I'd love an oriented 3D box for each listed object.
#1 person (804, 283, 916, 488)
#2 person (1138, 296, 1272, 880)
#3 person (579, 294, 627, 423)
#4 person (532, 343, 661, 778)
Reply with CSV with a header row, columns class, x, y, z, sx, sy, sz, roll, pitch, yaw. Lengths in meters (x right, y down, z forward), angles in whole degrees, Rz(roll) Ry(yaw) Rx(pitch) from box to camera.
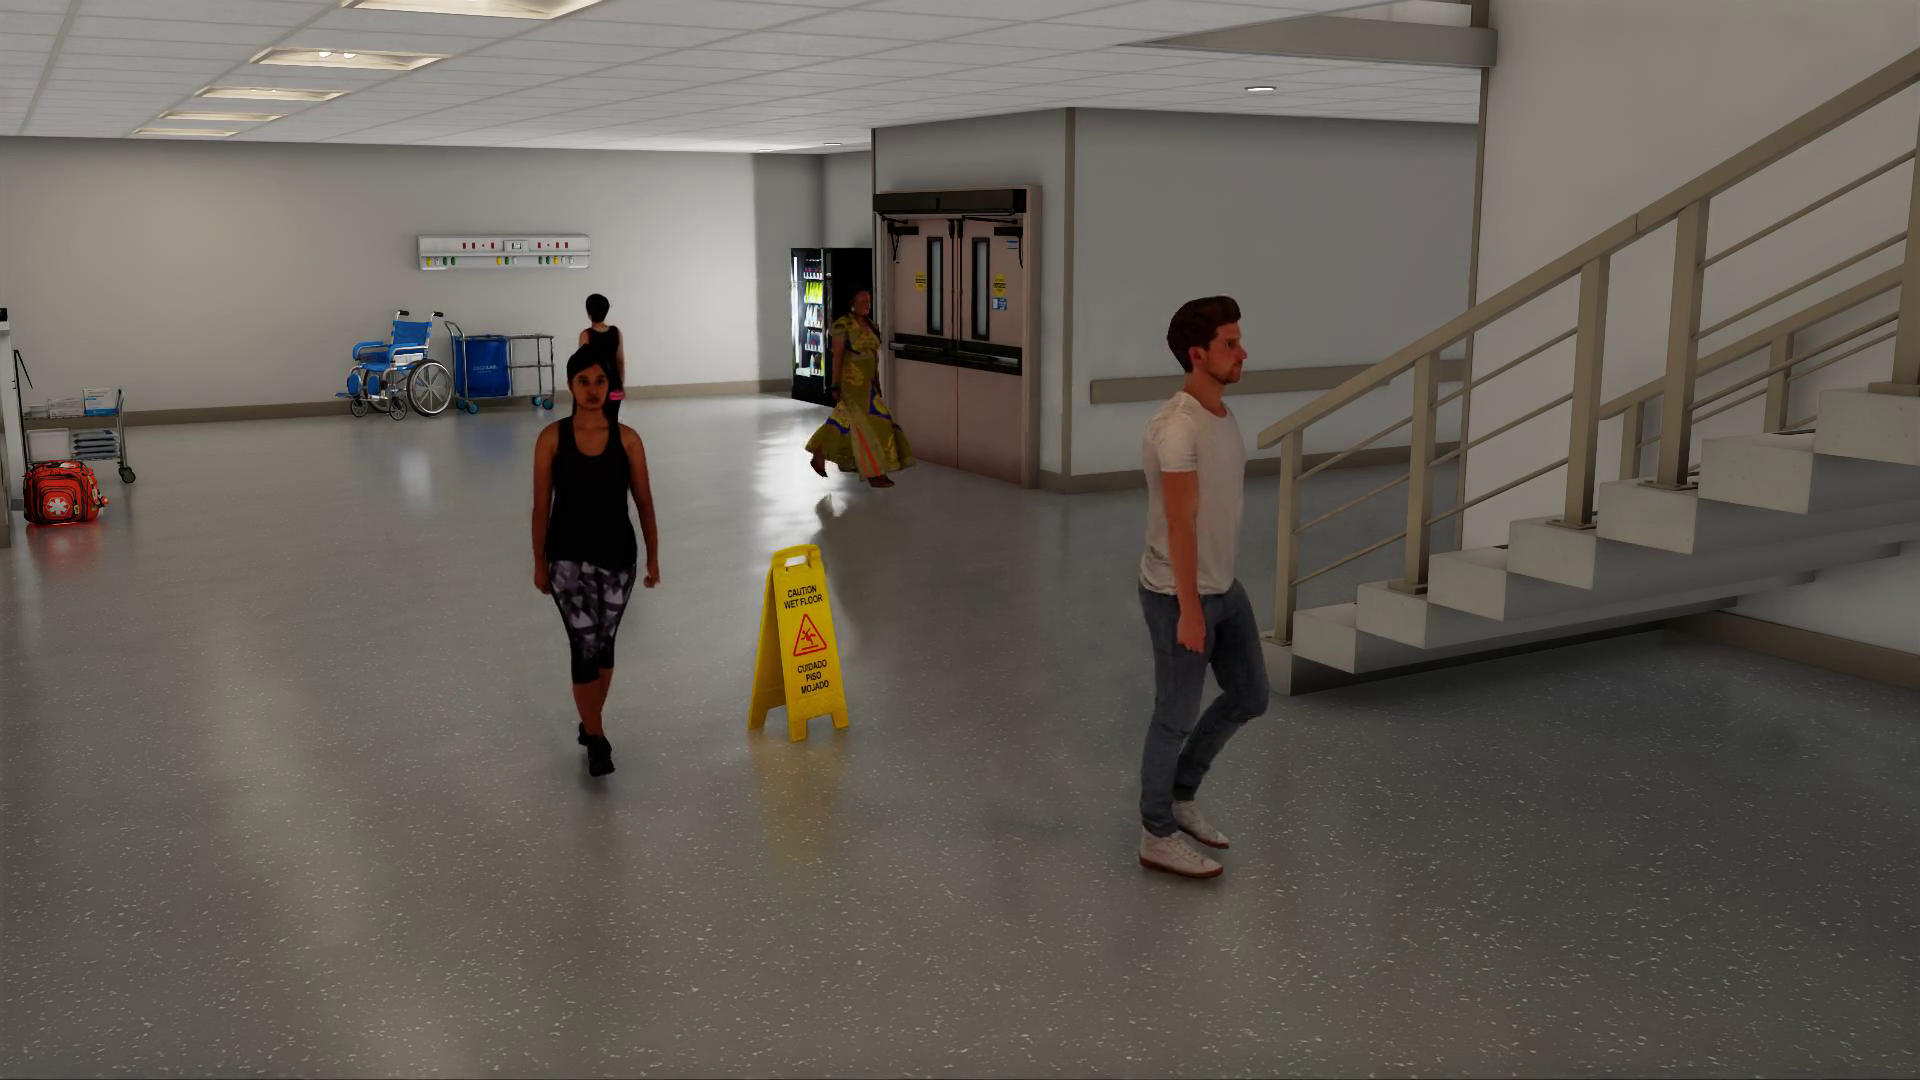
class,x,y,z,sx,sy,sz,roll,pitch,yaw
person,-0.918,-1.225,13.418,1.432,1.617,1.163,6,12,29
person,0.677,0.160,5.398,0.793,1.886,0.771,6,13,31
person,-2.939,-1.262,13.803,0.577,1.546,0.587,-8,13,-35
person,-1.470,0.059,6.574,0.639,1.645,0.864,-5,12,-26
